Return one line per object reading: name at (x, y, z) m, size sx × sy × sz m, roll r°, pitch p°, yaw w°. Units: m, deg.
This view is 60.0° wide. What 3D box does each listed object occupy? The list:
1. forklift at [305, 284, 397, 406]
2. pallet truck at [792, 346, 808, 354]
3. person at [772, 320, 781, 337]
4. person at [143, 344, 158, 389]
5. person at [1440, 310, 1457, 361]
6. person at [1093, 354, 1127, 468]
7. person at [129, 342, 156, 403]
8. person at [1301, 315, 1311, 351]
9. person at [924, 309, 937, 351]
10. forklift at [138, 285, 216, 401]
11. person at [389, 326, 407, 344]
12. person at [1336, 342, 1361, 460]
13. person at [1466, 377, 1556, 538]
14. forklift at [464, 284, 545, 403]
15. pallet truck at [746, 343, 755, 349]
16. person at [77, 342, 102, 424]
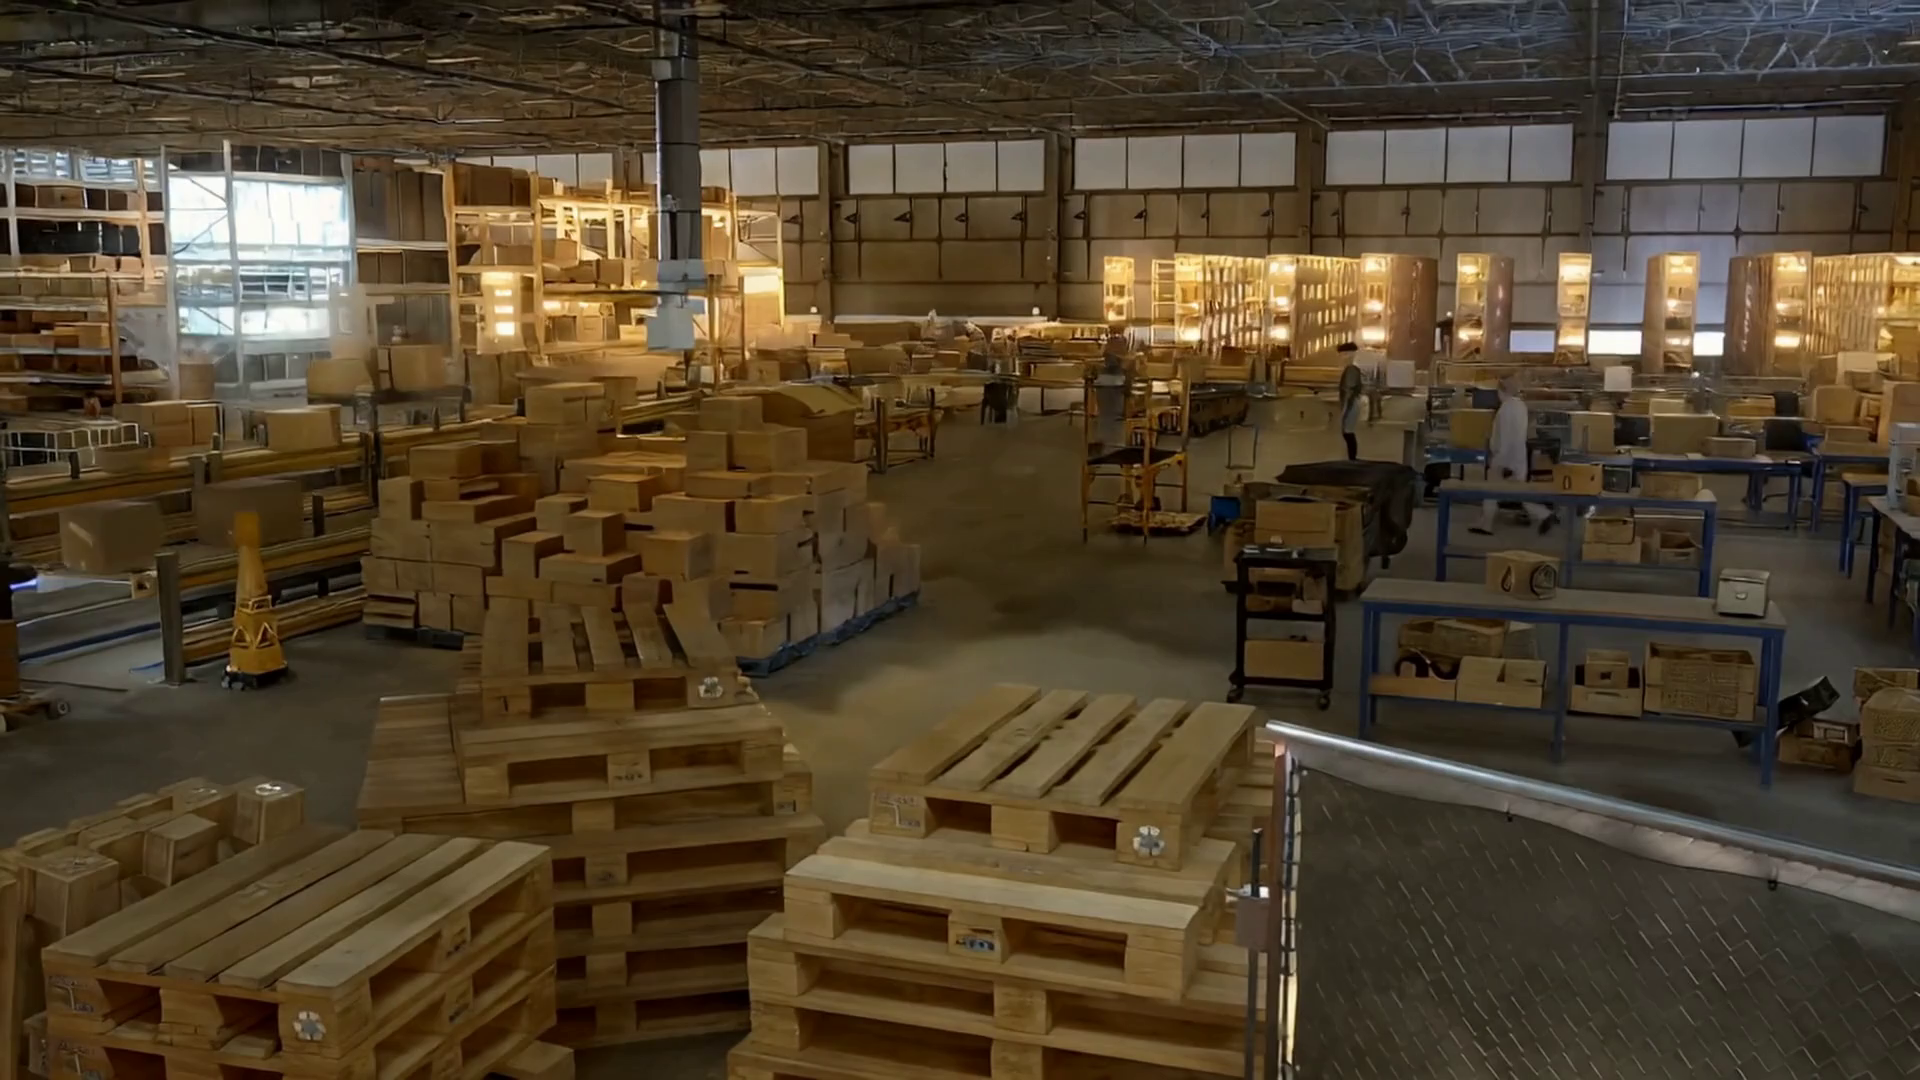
forklift at (-14.251, -4.561, 38.727) m, size 1.129 × 2.768 × 1.873 m, roll 3°, pitch 10°, yaw 20°
pallet truck at (-3.705, -4.298, 42.022) m, size 0.653 × 1.274 × 1.630 m, roll 3°, pitch 10°, yaw 20°
person at (-5.432, -5.561, 48.533) m, size 0.482 × 1.744 × 0.550 m, roll 7°, pitch 11°, yaw 37°
person at (-16.668, -3.195, 34.055) m, size 0.285 × 1.633 × 0.500 m, roll 4°, pitch 10°, yaw 24°
person at (16.509, -6.837, 56.248) m, size 0.567 × 1.849 × 0.389 m, roll 3°, pitch 9°, yaw 16°
person at (2.384, -2.059, 26.419) m, size 0.598 × 1.796 × 0.889 m, roll -6°, pitch 11°, yaw -35°
person at (-13.938, -2.397, 28.164) m, size 0.579 × 1.908 × 0.809 m, roll 4°, pitch 10°, yaw 25°
person at (10.991, -6.333, 53.201) m, size 0.671 × 1.810 × 0.605 m, roll 3°, pitch 10°, yaw 19°
person at (-0.850, -6.403, 53.215) m, size 1.002 × 1.937 × 0.658 m, roll 1°, pitch 9°, yaw 3°
forklift at (-17.480, -4.200, 36.461) m, size 1.873 × 2.768 × 1.129 m, roll 3°, pitch 10°, yaw 19°
person at (-14.244, -4.575, 42.344) m, size 0.522 × 1.747 × 0.694 m, roll 2°, pitch 9°, yaw 12°
person at (5.822, -1.956, 24.999) m, size 0.390 × 2.039 × 0.614 m, roll 3°, pitch 9°, yaw 15°
person at (6.418, -0.949, 19.248) m, size 0.928 × 1.867 × 0.634 m, roll 8°, pitch 12°, yaw 40°
forklift at (-10.832, -4.702, 39.610) m, size 1.129 × 2.768 × 1.873 m, roll 3°, pitch 10°, yaw 20°
pallet truck at (-6.183, -4.618, 44.264) m, size 1.601 × 1.201 × 0.680 m, roll -9°, pitch 12°, yaw -43°
person at (-17.454, -3.111, 33.326) m, size 0.318 × 1.697 × 0.535 m, roll 4°, pitch 10°, yaw 22°
